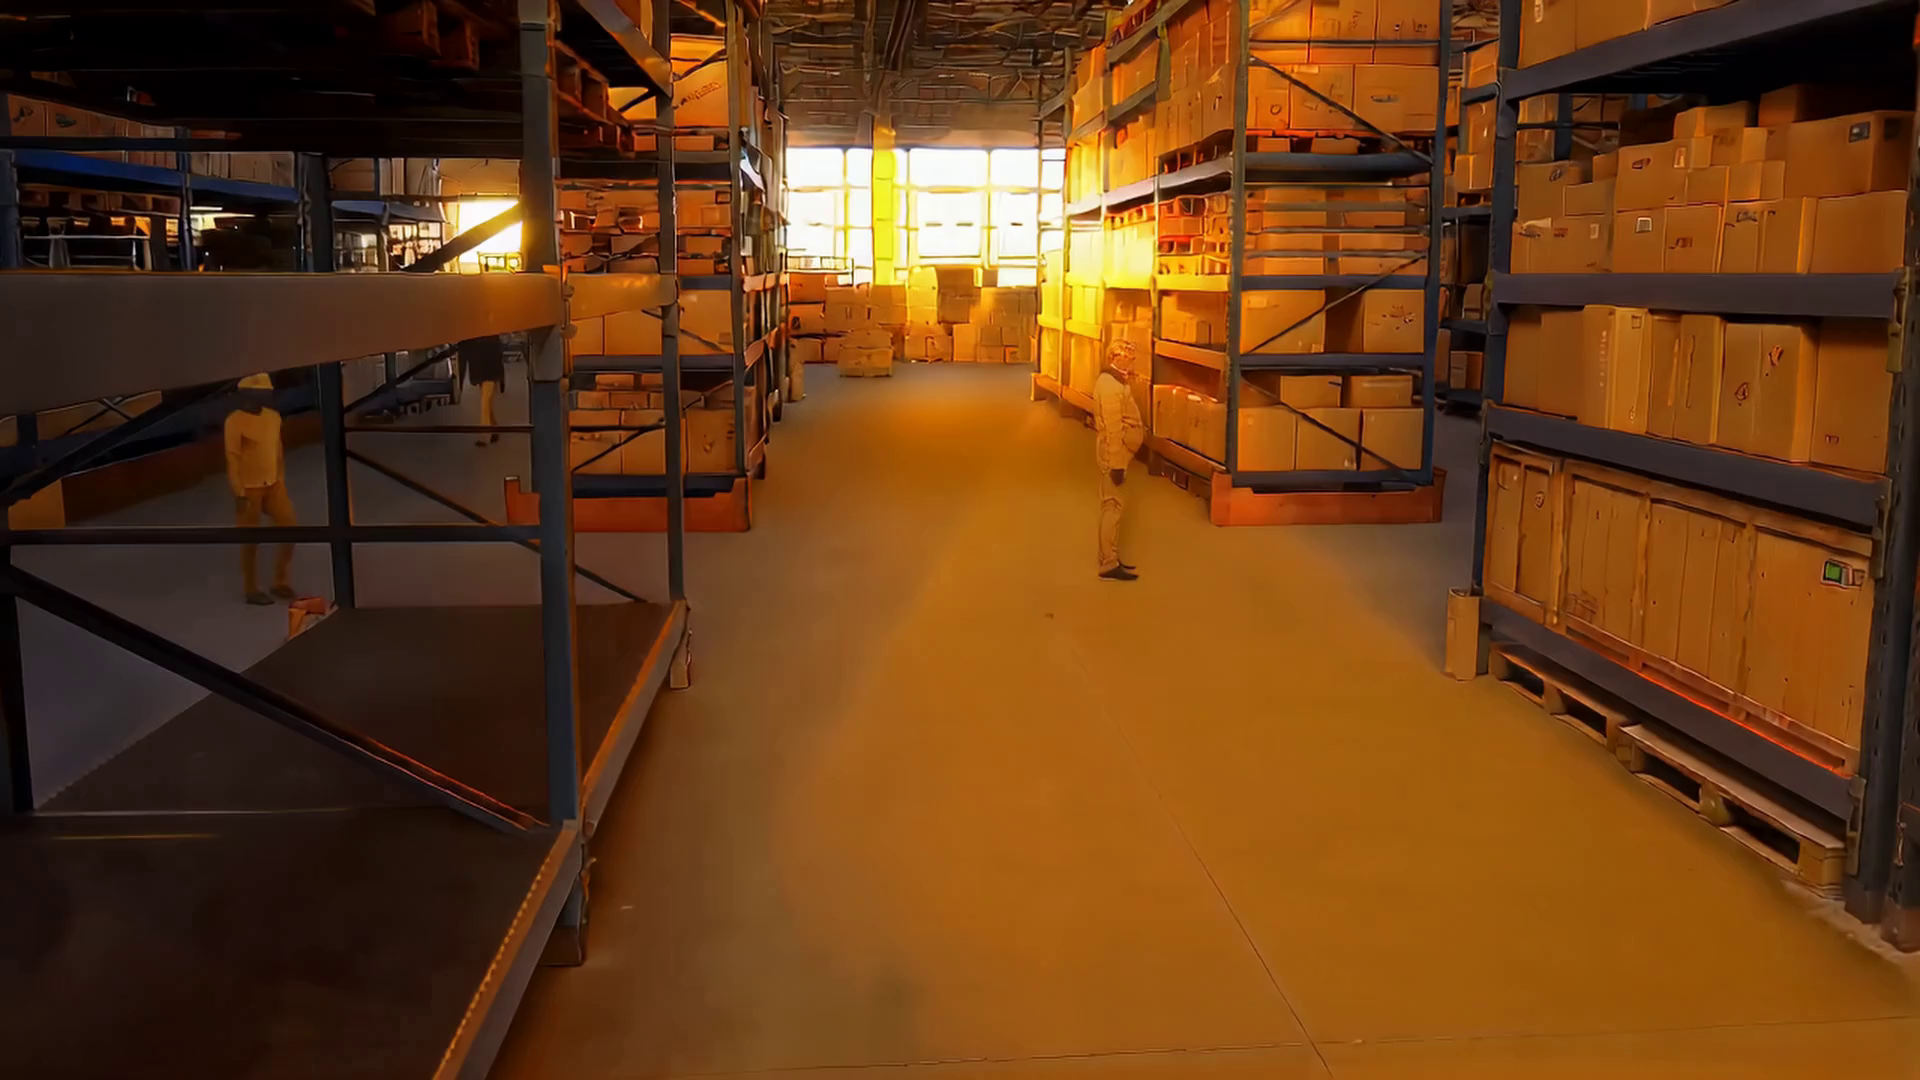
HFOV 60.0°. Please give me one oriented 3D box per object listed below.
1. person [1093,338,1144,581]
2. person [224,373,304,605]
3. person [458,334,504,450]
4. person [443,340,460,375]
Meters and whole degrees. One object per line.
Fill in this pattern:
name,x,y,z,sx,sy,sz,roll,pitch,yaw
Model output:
person,1.250,-0.638,13.169,0.407,1.913,0.641,1,9,3
person,-5.025,-0.382,12.038,0.551,1.745,0.555,4,10,23
person,-6.677,-2.267,23.293,0.620,1.958,0.971,1,9,7
person,-12.370,-4.978,40.250,0.611,1.965,0.362,2,9,15
